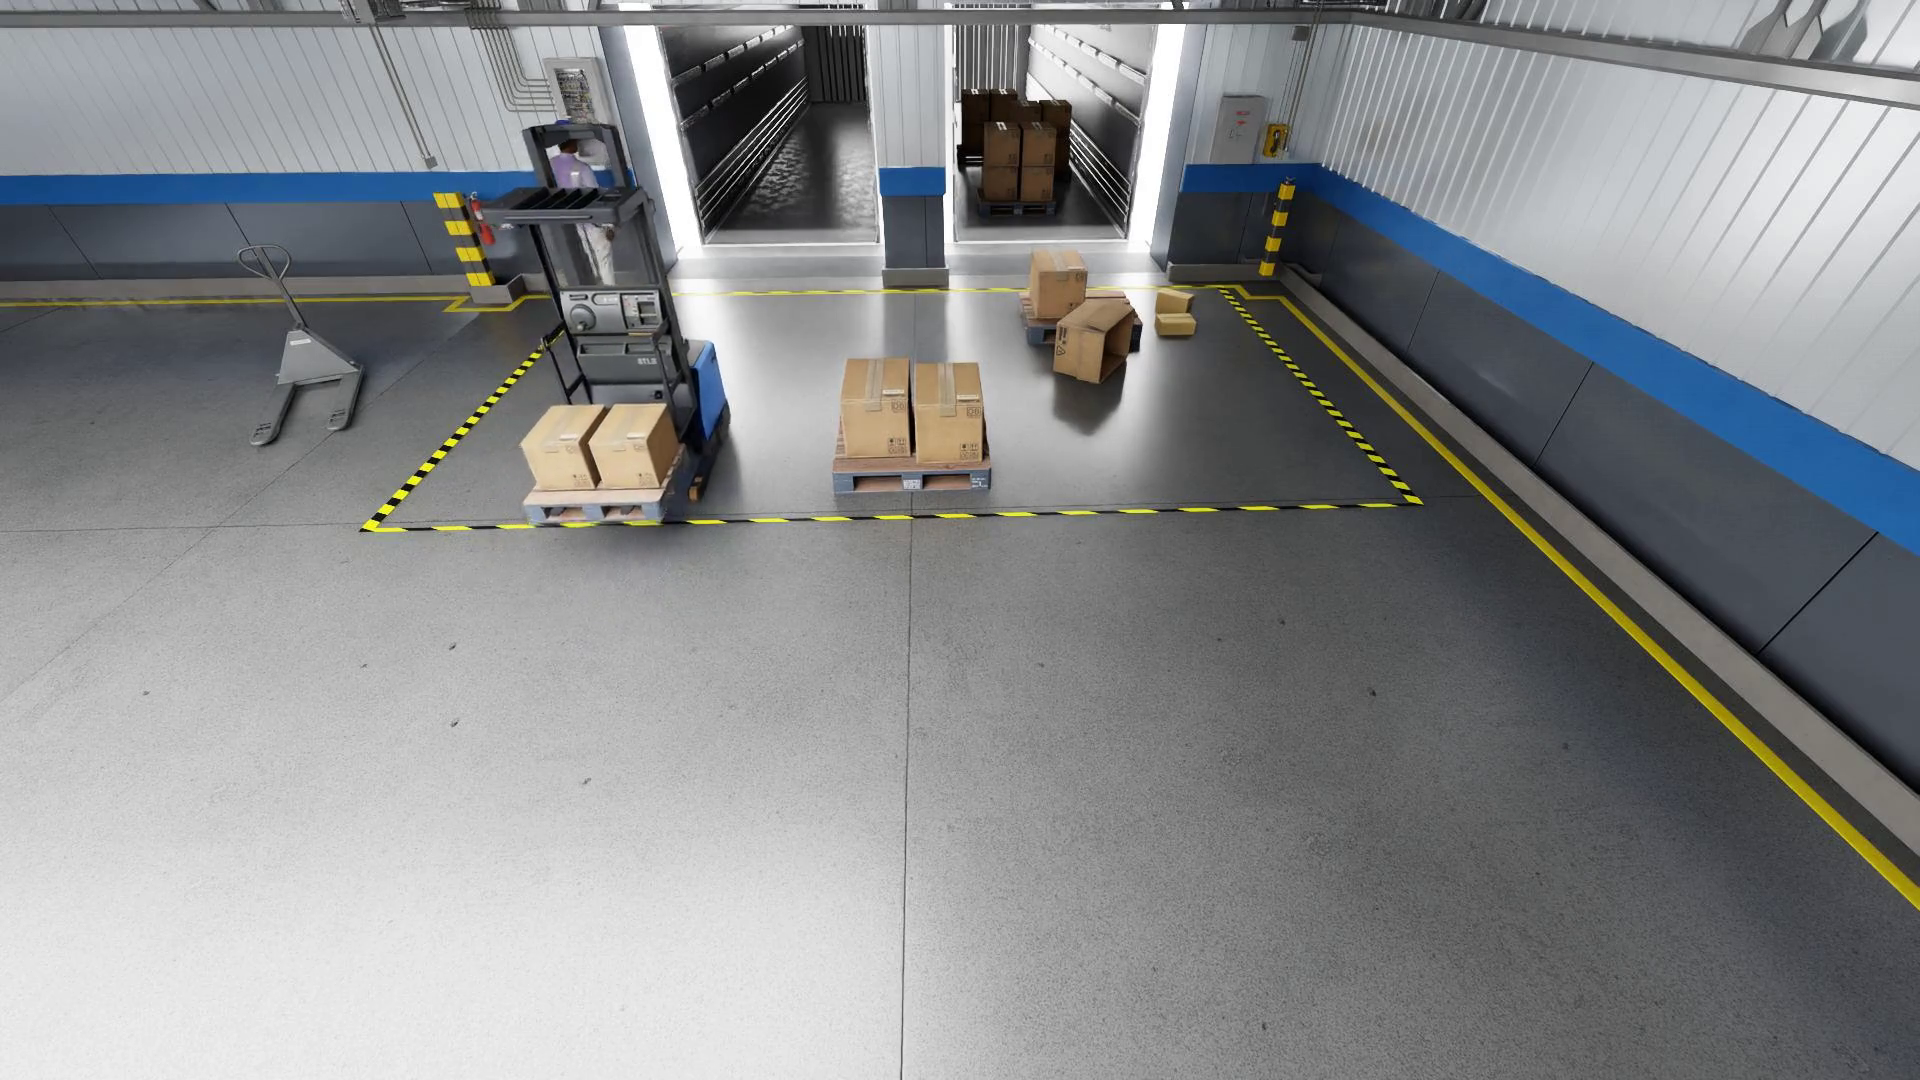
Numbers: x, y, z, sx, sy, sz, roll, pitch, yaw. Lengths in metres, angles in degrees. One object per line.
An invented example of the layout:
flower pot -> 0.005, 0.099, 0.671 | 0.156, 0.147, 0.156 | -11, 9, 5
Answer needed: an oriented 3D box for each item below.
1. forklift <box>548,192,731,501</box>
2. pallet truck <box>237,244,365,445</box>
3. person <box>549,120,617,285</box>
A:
forklift -> -2.359, -1.577, 5.524 | 0.716, 2.013, 0.776 | -1, 38, -2
pallet truck -> -5.915, -1.733, 6.366 | 0.680, 1.201, 1.601 | -18, 42, -21
person -> -4.037, -3.454, 7.966 | 0.611, 1.947, 0.401 | 14, 41, 17
